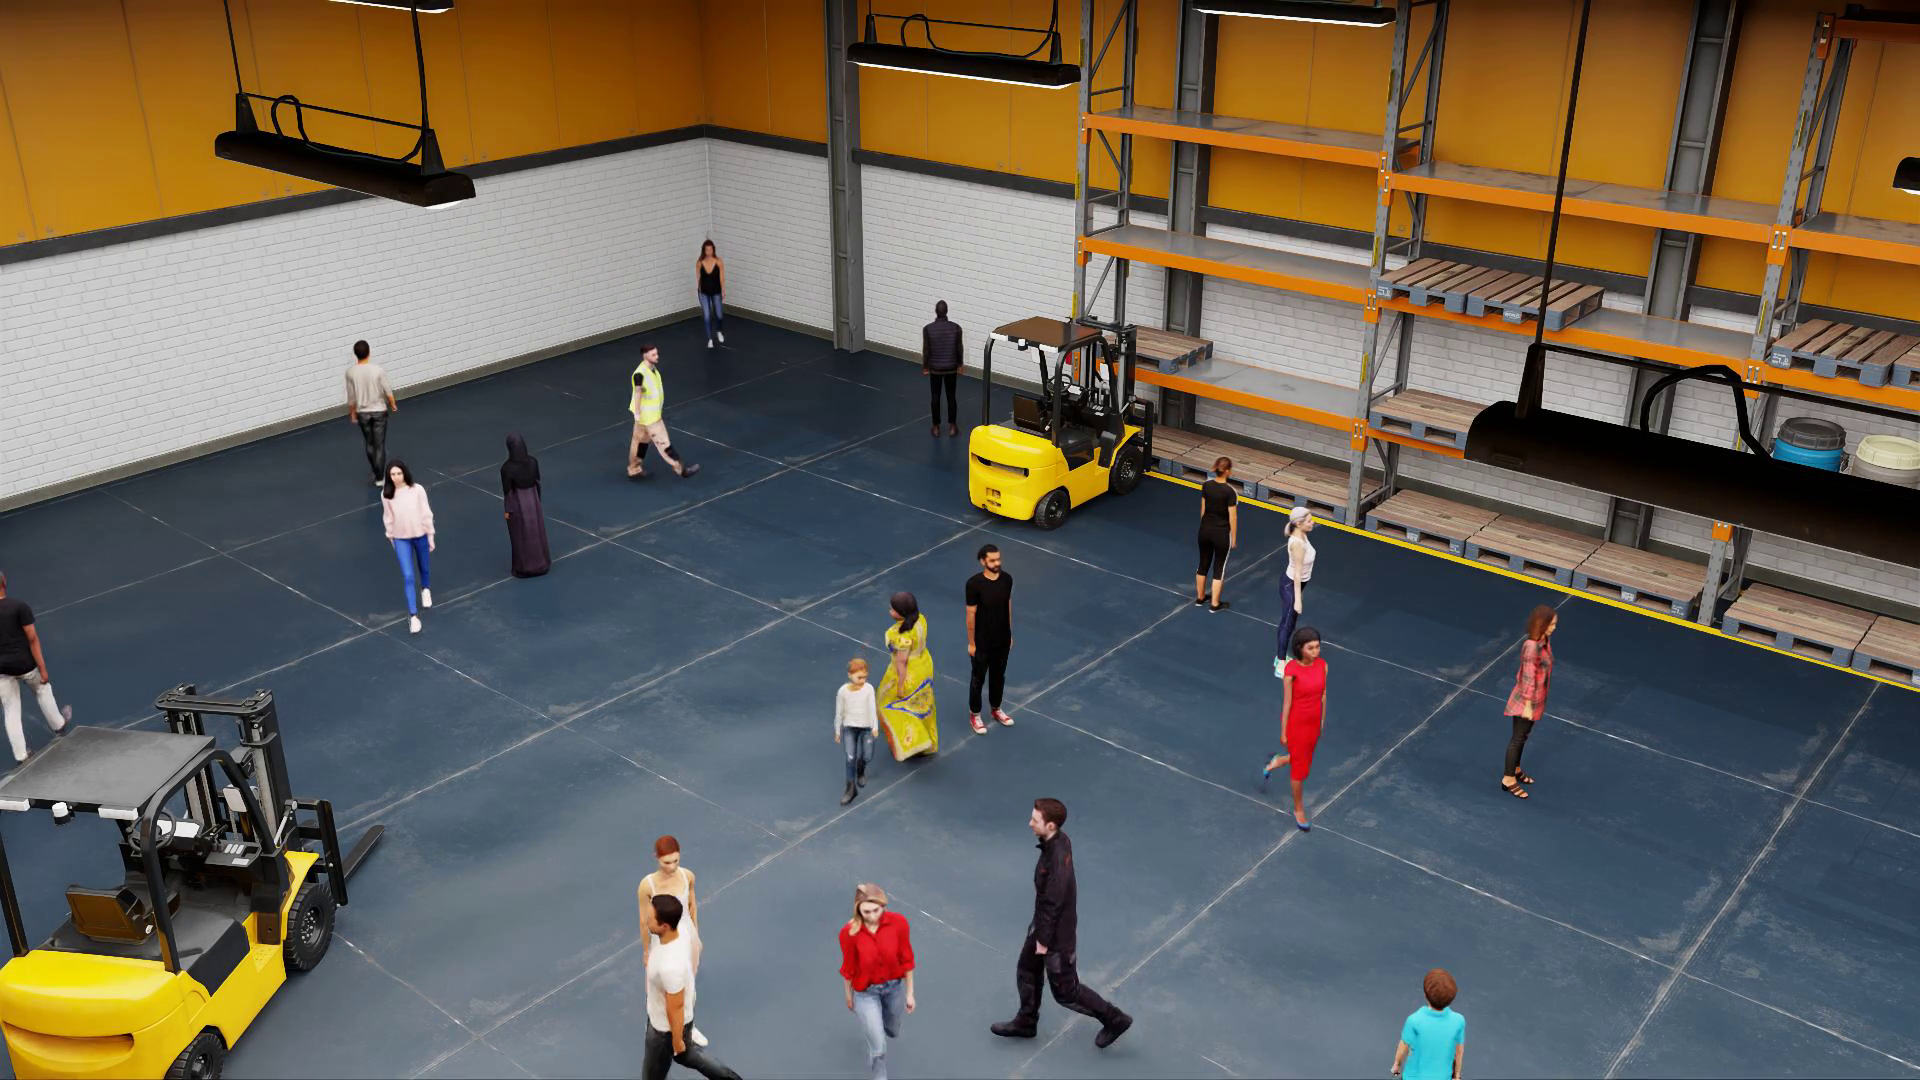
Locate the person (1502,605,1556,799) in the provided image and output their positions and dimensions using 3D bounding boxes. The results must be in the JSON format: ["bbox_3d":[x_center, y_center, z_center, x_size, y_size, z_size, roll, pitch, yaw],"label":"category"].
[{"bbox_3d":[4.733,1.318,13.847,0.606,1.702,0.647,13,27,27],"label":"person"}]

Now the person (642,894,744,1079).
[{"bbox_3d":[-1.670,2.898,10.138,1.130,1.779,1.080,-3,24,-7],"label":"person"}]

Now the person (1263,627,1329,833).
[{"bbox_3d":[2.713,1.478,13.453,0.819,1.725,1.038,-11,26,-23],"label":"person"}]

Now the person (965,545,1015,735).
[{"bbox_3d":[0.261,0.859,14.829,0.697,1.757,0.684,-14,27,-30],"label":"person"}]

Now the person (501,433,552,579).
[{"bbox_3d":[-4.690,-0.384,17.850,0.631,1.614,0.623,-20,30,-37],"label":"person"}]

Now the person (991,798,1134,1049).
[{"bbox_3d":[0.696,2.537,10.835,1.225,1.881,1.169,-2,24,-5],"label":"person"}]

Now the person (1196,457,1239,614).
[{"bbox_3d":[2.619,-0.068,17.060,0.468,1.669,0.645,21,31,39],"label":"person"}]

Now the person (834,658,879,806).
[{"bbox_3d":[-0.832,1.543,13.827,0.692,1.307,0.741,3,24,8],"label":"person"}]

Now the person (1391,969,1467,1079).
[{"bbox_3d":[2.789,3.209,9.848,0.624,1.440,0.683,-2,24,-5],"label":"person"}]

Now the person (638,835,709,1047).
[{"bbox_3d":[-1.894,2.640,10.896,0.604,1.643,0.569,-14,27,-29],"label":"person"}]

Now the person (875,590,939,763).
[{"bbox_3d":[-0.363,1.193,14.210,0.838,1.641,0.820,12,26,25],"label":"person"}]

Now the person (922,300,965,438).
[{"bbox_3d":[-0.226,-2.261,21.870,0.755,1.835,0.834,0,24,-1],"label":"person"}]

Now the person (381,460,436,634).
[{"bbox_3d":[-5.540,-0.013,16.862,1.055,1.726,1.226,-6,24,-13],"label":"person"}]

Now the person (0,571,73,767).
[{"bbox_3d":[-8.095,1.133,14.183,1.090,1.772,1.196,-4,24,-10],"label":"person"}]

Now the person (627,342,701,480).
[{"bbox_3d":[-3.870,-1.531,20.271,1.295,1.777,1.165,1,24,2],"label":"person"}]

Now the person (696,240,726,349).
[{"bbox_3d":[-3.853,-3.809,25.584,0.764,1.696,0.828,-3,24,-8],"label":"person"}]

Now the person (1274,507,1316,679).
[{"bbox_3d":[3.152,0.476,15.774,0.689,1.702,0.681,5,24,10],"label":"person"}]

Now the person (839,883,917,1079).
[{"bbox_3d":[-0.535,2.809,10.472,0.914,1.674,1.084,-8,25,-18],"label":"person"}]

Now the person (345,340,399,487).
[{"bbox_3d":[-7.160,-1.517,20.222,0.982,1.792,1.038,-2,24,-4],"label":"person"}]
